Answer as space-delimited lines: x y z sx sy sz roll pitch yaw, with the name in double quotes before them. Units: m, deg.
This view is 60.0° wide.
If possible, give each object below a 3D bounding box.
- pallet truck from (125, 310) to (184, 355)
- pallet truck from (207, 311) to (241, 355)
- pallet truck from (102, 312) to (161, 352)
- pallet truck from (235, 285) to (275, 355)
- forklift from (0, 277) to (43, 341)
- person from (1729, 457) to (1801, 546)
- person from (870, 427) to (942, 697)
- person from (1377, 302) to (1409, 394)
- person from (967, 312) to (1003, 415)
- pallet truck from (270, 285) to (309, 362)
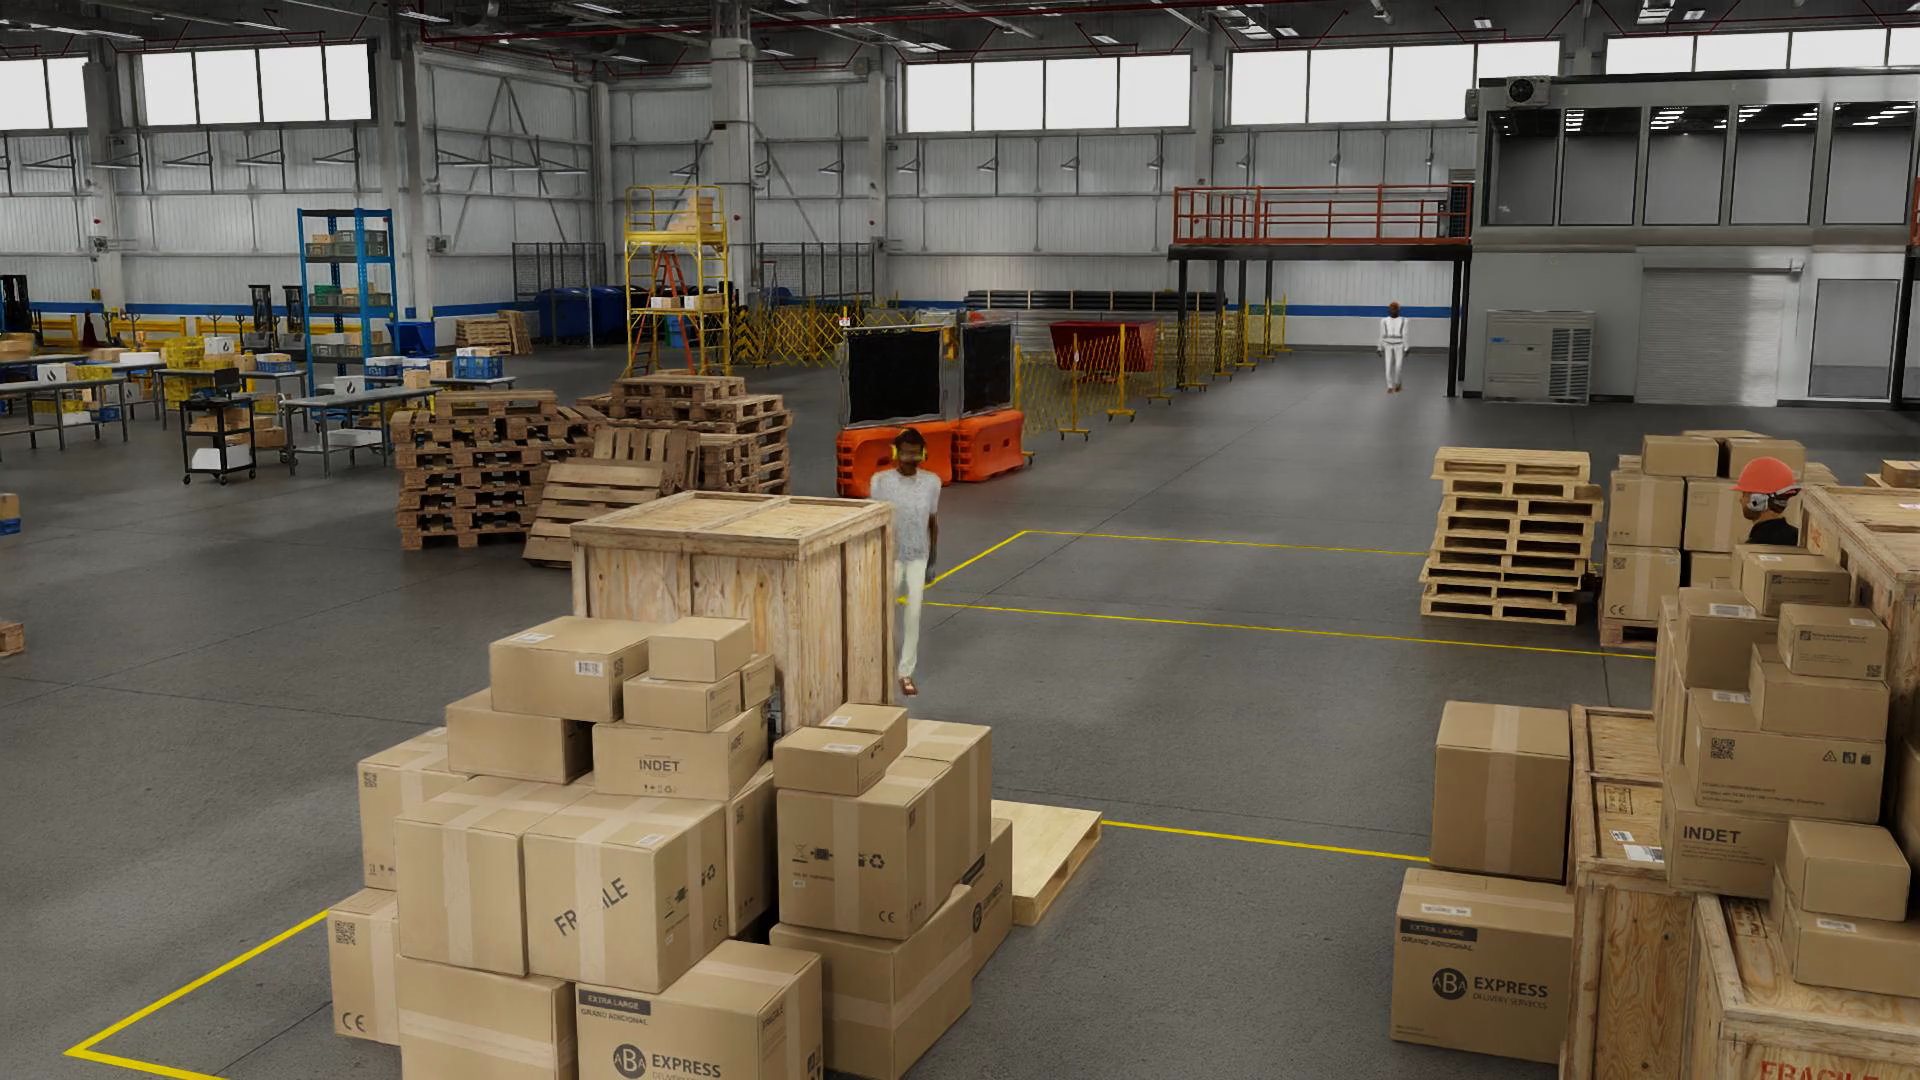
"pallet truck" -22.038 -5.665 45.457 0.704 1.261 1.522 3 11 17
"pallet truck" -19.537 -5.575 44.913 0.653 1.274 1.630 3 11 19
"pallet truck" -23.057 -5.777 46.261 0.680 1.201 1.601 3 11 19
"pallet truck" -18.327 -5.835 44.421 0.823 1.965 1.885 4 11 23
"forklift" -27.151 -6.329 46.328 1.157 1.987 2.680 3 11 17
"person" 3.983 0.577 8.318 0.619 1.992 0.396 -10 14 -43
"person" -0.406 0.117 11.381 0.532 1.837 0.659 -2 10 -11
"person" 8.811 -3.901 33.885 0.622 1.867 0.624 4 11 22
"person" 0.428 -2.627 26.432 1.006 1.988 0.613 -2 10 -11
"pallet truck" -17.147 -5.700 43.663 0.823 1.965 1.885 3 11 17
